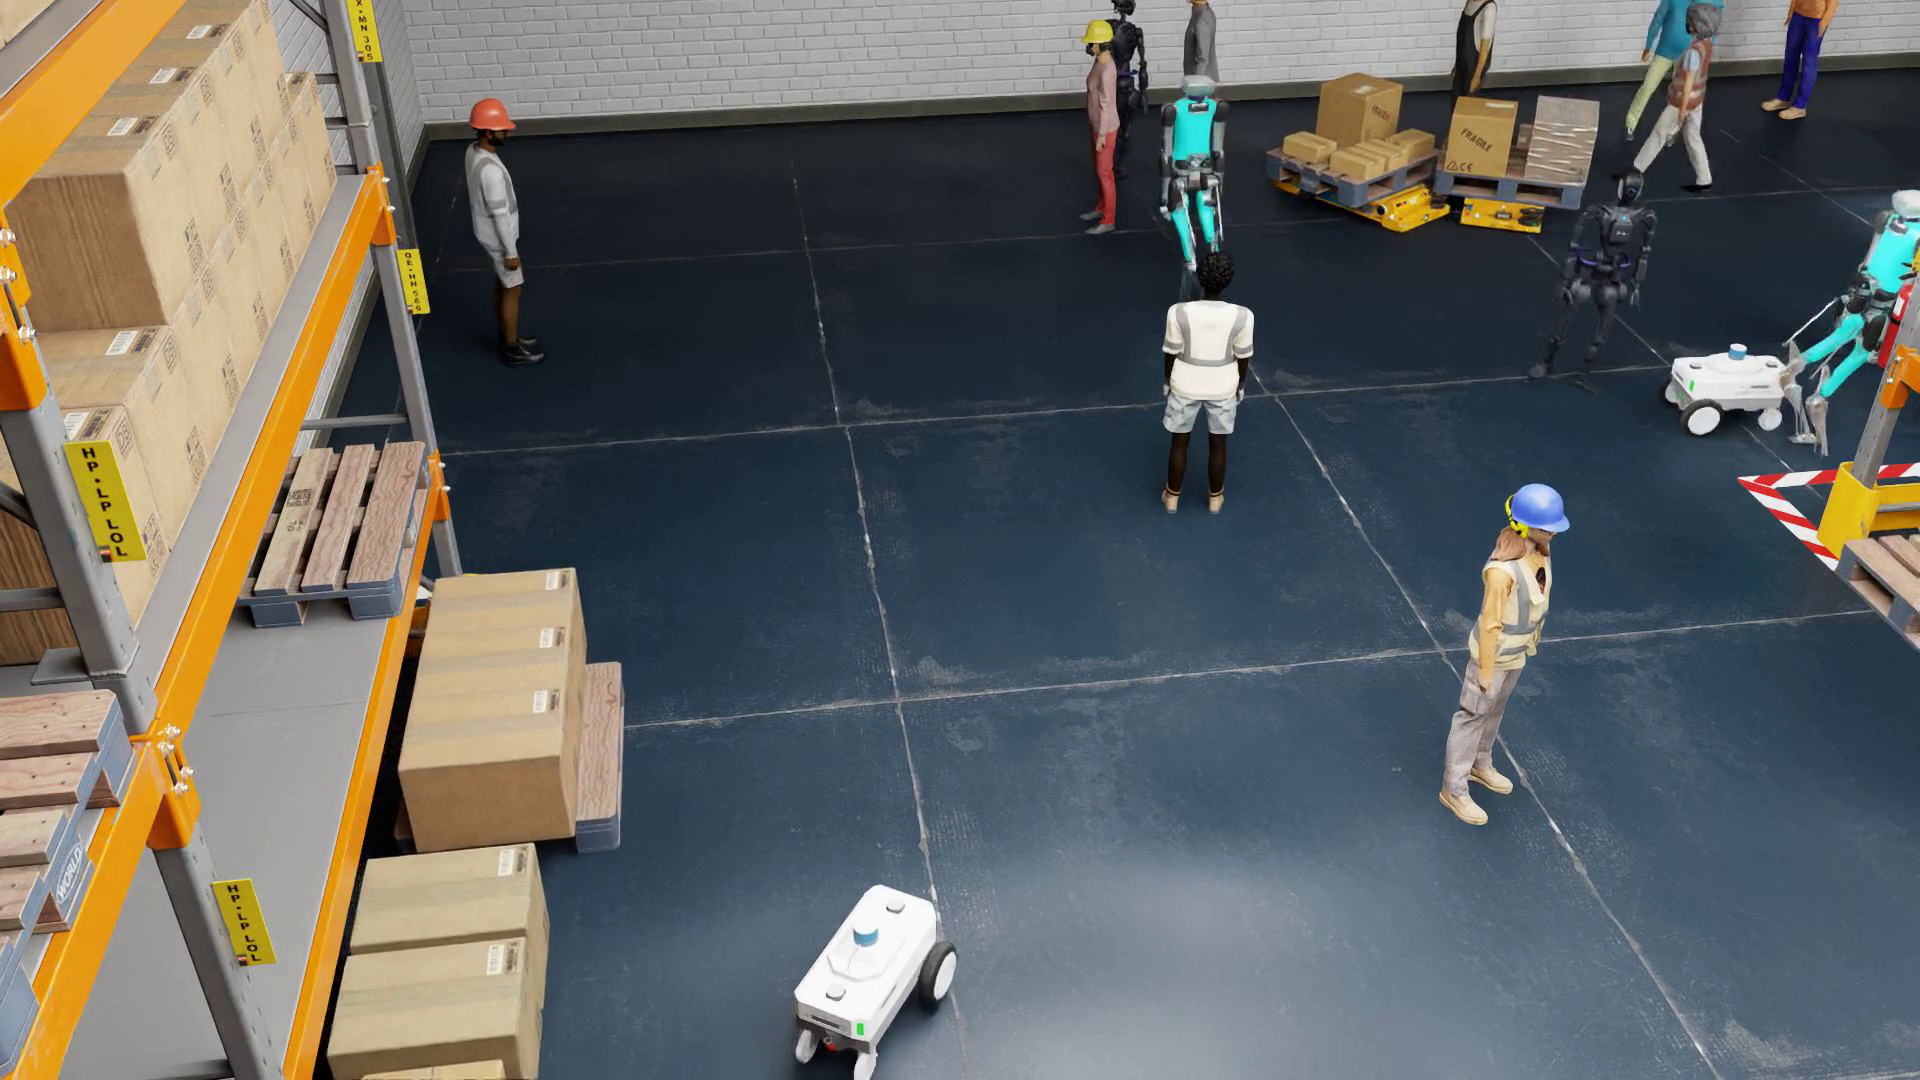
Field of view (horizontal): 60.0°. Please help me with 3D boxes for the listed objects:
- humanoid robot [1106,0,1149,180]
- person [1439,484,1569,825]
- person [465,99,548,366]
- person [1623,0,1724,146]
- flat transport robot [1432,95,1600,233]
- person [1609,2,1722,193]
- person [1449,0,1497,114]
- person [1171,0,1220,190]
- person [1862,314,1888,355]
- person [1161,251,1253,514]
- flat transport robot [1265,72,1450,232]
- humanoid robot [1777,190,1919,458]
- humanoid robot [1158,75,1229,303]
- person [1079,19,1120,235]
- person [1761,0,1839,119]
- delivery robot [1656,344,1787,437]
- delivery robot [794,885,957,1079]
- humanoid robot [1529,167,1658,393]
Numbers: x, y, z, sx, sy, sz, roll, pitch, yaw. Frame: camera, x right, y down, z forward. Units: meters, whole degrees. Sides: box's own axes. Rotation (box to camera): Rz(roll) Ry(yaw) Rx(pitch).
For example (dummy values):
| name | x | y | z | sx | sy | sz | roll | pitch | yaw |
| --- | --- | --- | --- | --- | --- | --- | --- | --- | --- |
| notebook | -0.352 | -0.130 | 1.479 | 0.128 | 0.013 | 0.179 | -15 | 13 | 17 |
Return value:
| name | x | y | z | sx | sy | sz | roll | pitch | yaw |
| --- | --- | --- | --- | --- | --- | --- | --- | --- | --- |
| humanoid robot | 1.451 | -4.024 | 14.719 | 0.365 | 1.650 | 0.589 | -24 | 40 | -32 |
| person | 2.516 | 0.513 | 7.685 | 0.306 | 1.778 | 0.460 | 26 | 41 | 34 |
| person | -3.184 | -2.131 | 11.609 | 0.382 | 1.924 | 0.546 | -16 | 36 | -23 |
| person | 6.679 | -4.545 | 15.502 | 0.607 | 1.704 | 0.358 | 17 | 37 | 25 |
| flat transport robot | 4.775 | -3.046 | 14.521 | 0.659 | 0.231 | 1.431 | 11 | 35 | 16 |
| person | 6.307 | -3.844 | 14.477 | 0.844 | 1.646 | 0.433 | 24 | 40 | 32 |
| person | 4.550 | -4.214 | 14.880 | 0.345 | 1.838 | 0.512 | -4 | 33 | -7 |
| person | 2.074 | -3.991 | 14.479 | 0.374 | 1.896 | 0.547 | 5 | 33 | 7 |
| person | 6.765 | -1.979 | 11.439 | 0.528 | 1.844 | 0.541 | 8 | 34 | 12 |
| person | 1.459 | -0.915 | 9.955 | 0.535 | 1.691 | 0.319 | 2 | 33 | 3 |
| flat transport robot | 3.496 | -3.053 | 14.530 | 0.659 | 0.231 | 1.431 | -25 | 41 | -33 |
| humanoid robot | 5.610 | -1.330 | 10.572 | 0.721 | 1.805 | 0.530 | -3 | 33 | -5 |
| humanoid robot | 1.791 | -2.463 | 12.320 | 0.530 | 1.797 | 0.760 | -11 | 35 | -16 |
| person | 1.137 | -3.402 | 13.706 | 0.347 | 1.758 | 0.520 | -2 | 33 | -3 |
| person | 8.235 | -5.102 | 16.119 | 0.402 | 1.973 | 0.516 | -11 | 35 | -17 |
| delivery robot | 5.132 | -1.019 | 11.168 | 0.814 | 0.612 | 0.499 | -1 | 33 | -2 |
| delivery robot | -0.371 | 1.782 | 6.858 | 0.499 | 0.592 | 0.774 | 15 | 36 | 21 |
| humanoid robot | 4.321 | -1.776 | 11.292 | 0.599 | 1.645 | 0.444 | 2 | 33 | 2 |
